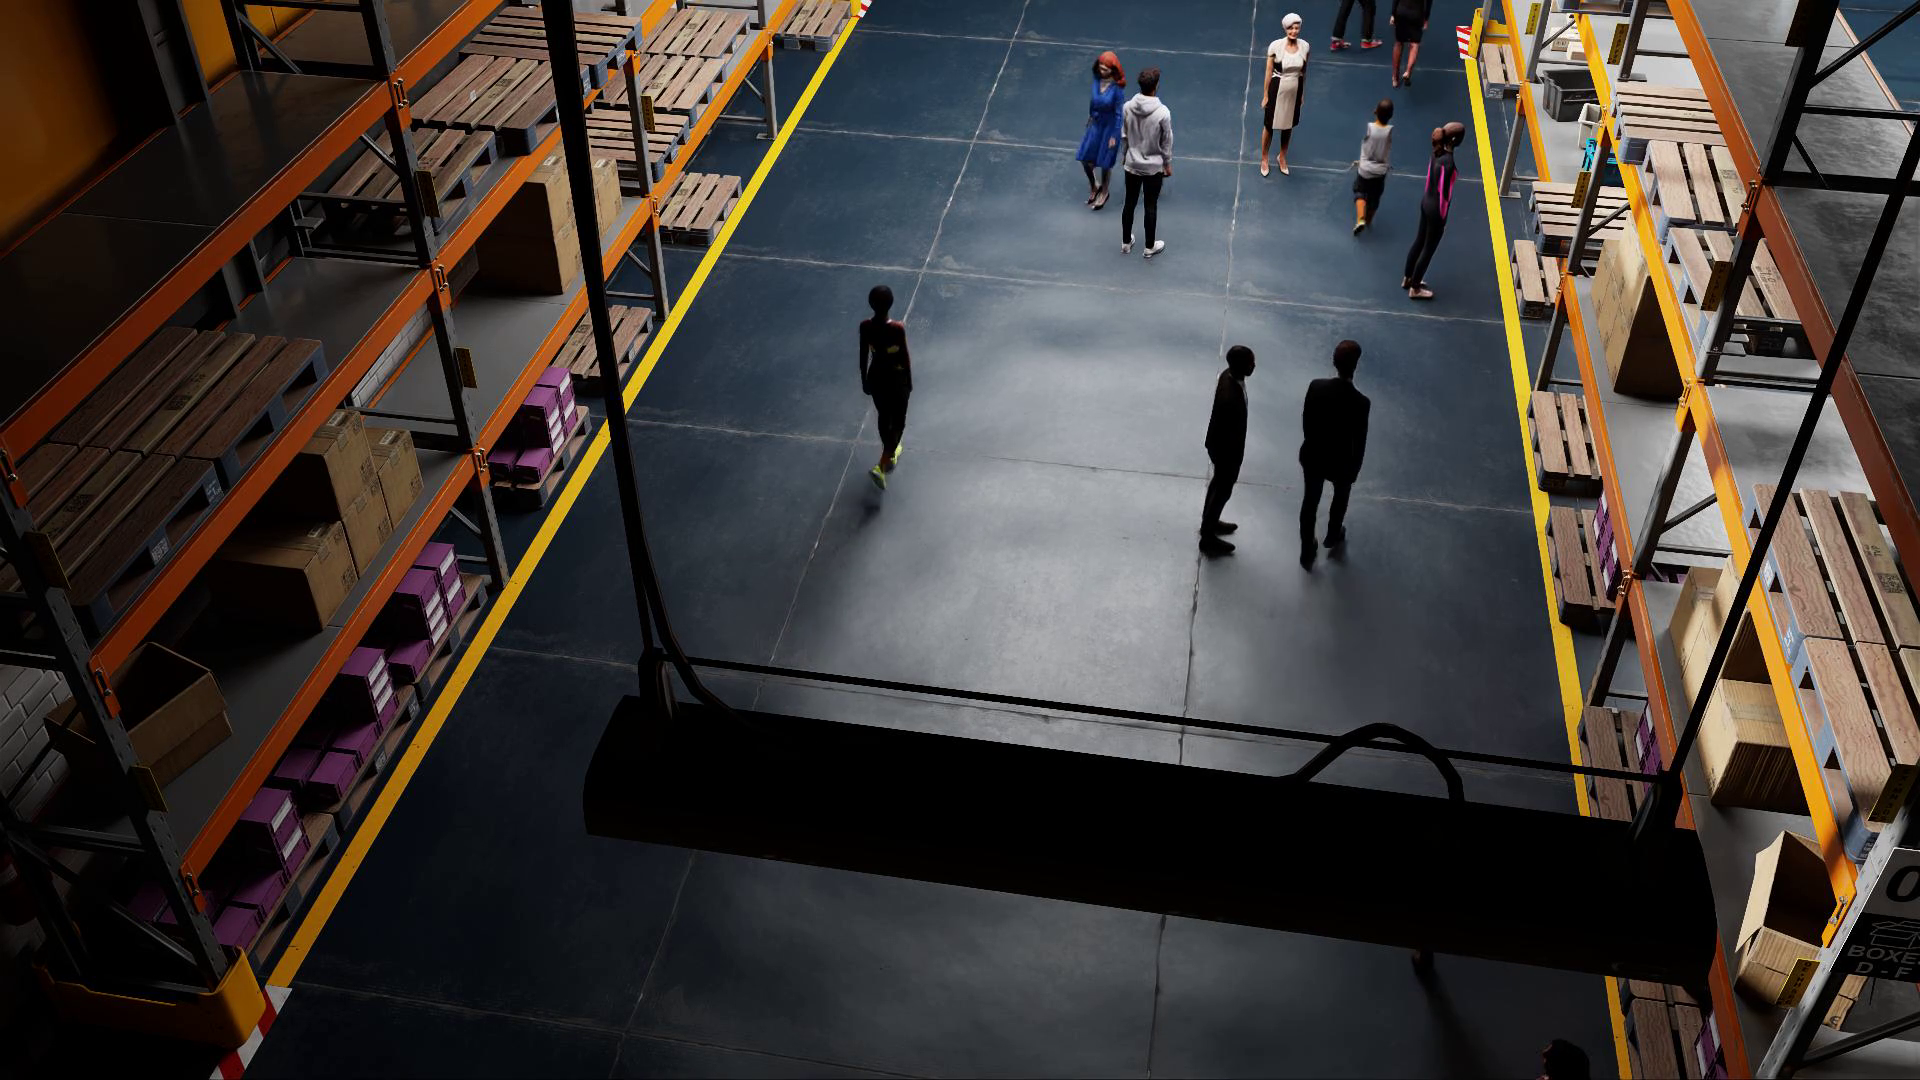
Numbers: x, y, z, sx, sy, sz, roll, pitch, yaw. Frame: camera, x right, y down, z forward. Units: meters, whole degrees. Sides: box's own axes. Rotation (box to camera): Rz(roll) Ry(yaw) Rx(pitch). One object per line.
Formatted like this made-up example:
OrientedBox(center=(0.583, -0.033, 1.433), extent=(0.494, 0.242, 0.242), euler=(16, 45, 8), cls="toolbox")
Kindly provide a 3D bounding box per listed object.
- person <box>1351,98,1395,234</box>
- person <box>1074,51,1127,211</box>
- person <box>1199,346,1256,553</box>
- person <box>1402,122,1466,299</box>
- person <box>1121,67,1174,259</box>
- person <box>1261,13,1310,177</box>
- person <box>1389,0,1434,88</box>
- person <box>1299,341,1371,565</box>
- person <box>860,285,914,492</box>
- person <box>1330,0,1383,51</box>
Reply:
OrientedBox(center=(4.175, -3.786, 16.785), extent=(0.611, 1.444, 0.757), euler=(9, 40, 11), cls="person")
OrientedBox(center=(1.552, -4.184, 17.003), extent=(0.885, 1.794, 0.839), euler=(-25, 45, -28), cls="person")
OrientedBox(center=(2.014, -0.698, 12.634), extent=(0.726, 1.799, 0.519), euler=(4, 39, 4), cls="person")
OrientedBox(center=(4.474, -3.119, 15.711), extent=(0.661, 1.743, 0.552), euler=(-5, 39, -7), cls="person")
OrientedBox(center=(1.803, -3.690, 16.276), extent=(0.740, 1.930, 0.700), euler=(16, 41, 19), cls="person")
OrientedBox(center=(3.451, -4.750, 17.742), extent=(0.682, 1.756, 0.636), euler=(-5, 39, -6), cls="person")
OrientedBox(center=(5.250, -6.078, 19.443), extent=(0.648, 1.708, 0.841), euler=(9, 39, 11), cls="person")
OrientedBox(center=(2.718, -0.582, 12.437), extent=(0.810, 1.864, 0.875), euler=(19, 42, 22), cls="person")
OrientedBox(center=(-0.604, -1.196, 13.308), extent=(0.672, 1.736, 1.031), euler=(12, 40, 14), cls="person")
OrientedBox(center=(4.824, -6.826, 20.357), extent=(1.049, 1.737, 1.011), euler=(-20, 43, -23), cls="person")
